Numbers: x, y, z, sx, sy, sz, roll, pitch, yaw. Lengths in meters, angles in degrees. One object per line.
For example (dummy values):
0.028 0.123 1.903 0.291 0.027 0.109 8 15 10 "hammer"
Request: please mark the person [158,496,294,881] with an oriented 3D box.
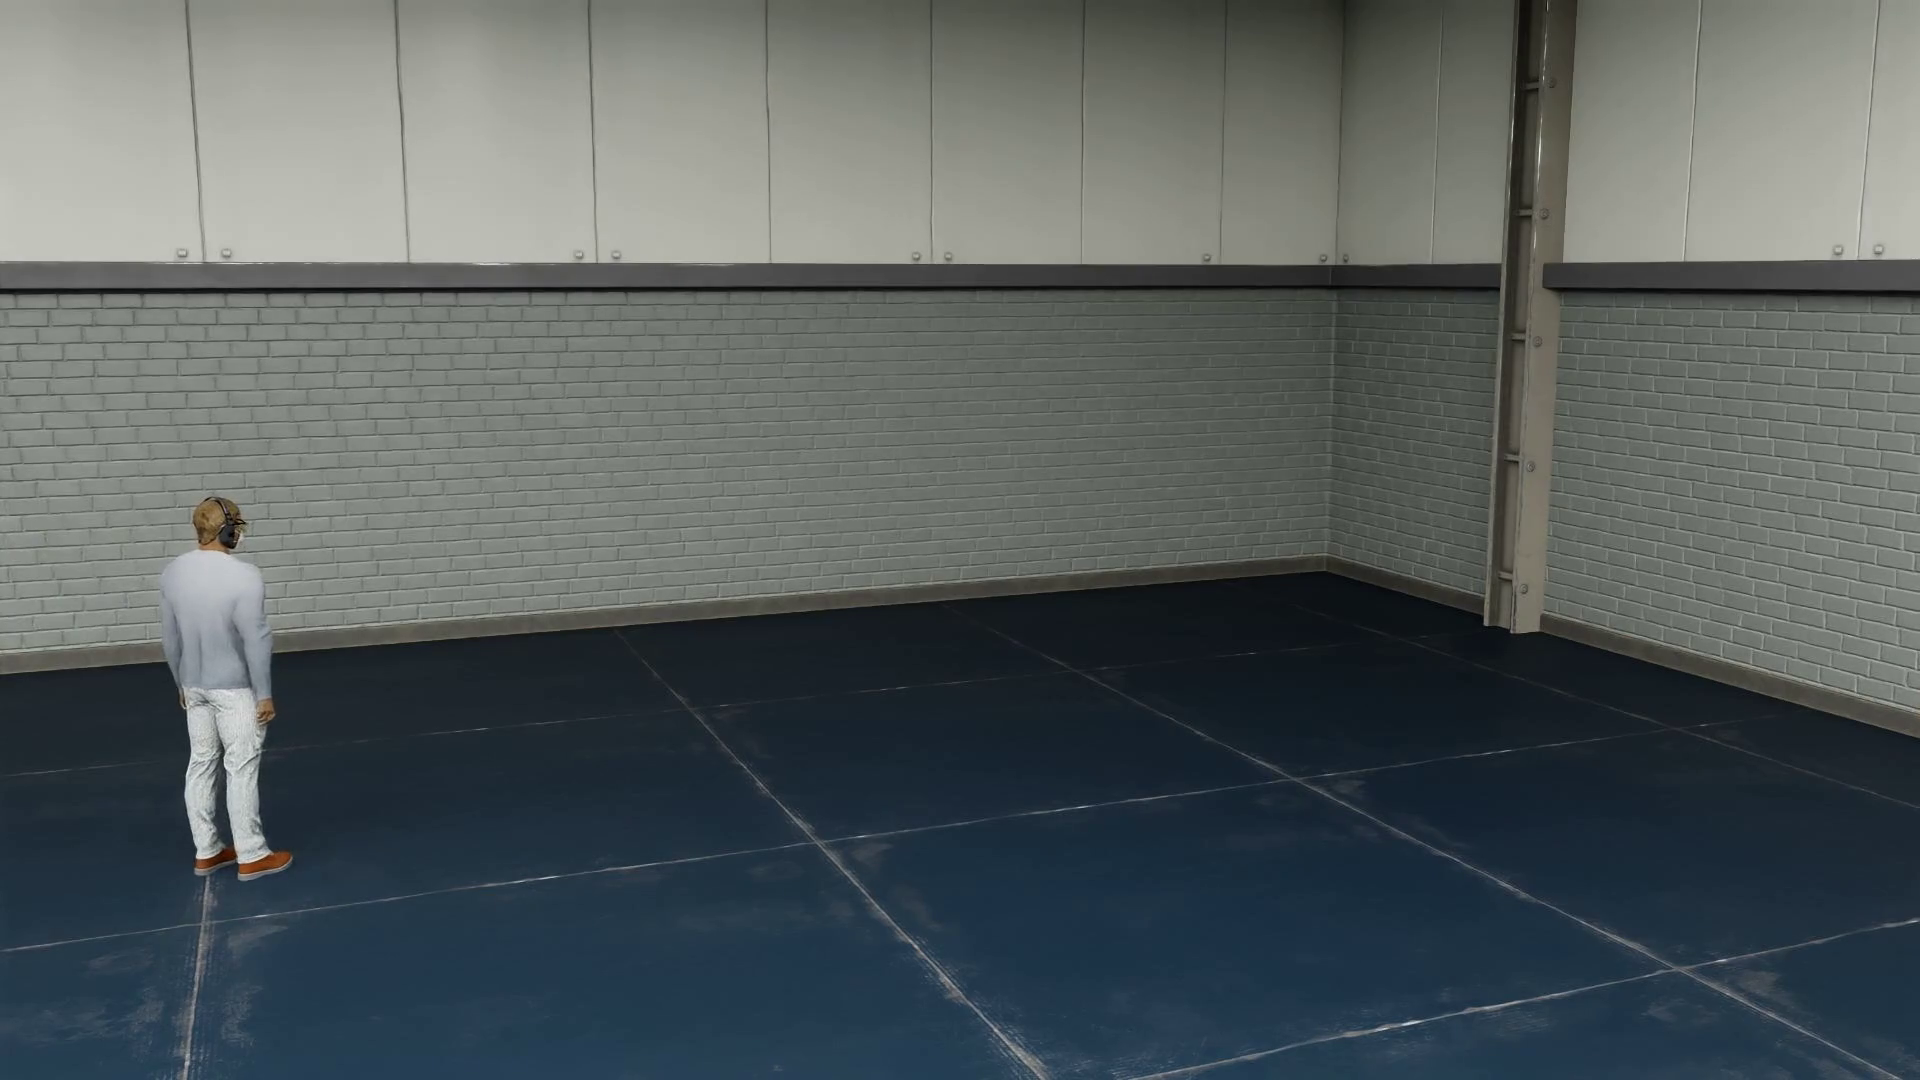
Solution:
-3.708 0.744 8.365 0.629 1.939 0.372 4 10 21 "person"
